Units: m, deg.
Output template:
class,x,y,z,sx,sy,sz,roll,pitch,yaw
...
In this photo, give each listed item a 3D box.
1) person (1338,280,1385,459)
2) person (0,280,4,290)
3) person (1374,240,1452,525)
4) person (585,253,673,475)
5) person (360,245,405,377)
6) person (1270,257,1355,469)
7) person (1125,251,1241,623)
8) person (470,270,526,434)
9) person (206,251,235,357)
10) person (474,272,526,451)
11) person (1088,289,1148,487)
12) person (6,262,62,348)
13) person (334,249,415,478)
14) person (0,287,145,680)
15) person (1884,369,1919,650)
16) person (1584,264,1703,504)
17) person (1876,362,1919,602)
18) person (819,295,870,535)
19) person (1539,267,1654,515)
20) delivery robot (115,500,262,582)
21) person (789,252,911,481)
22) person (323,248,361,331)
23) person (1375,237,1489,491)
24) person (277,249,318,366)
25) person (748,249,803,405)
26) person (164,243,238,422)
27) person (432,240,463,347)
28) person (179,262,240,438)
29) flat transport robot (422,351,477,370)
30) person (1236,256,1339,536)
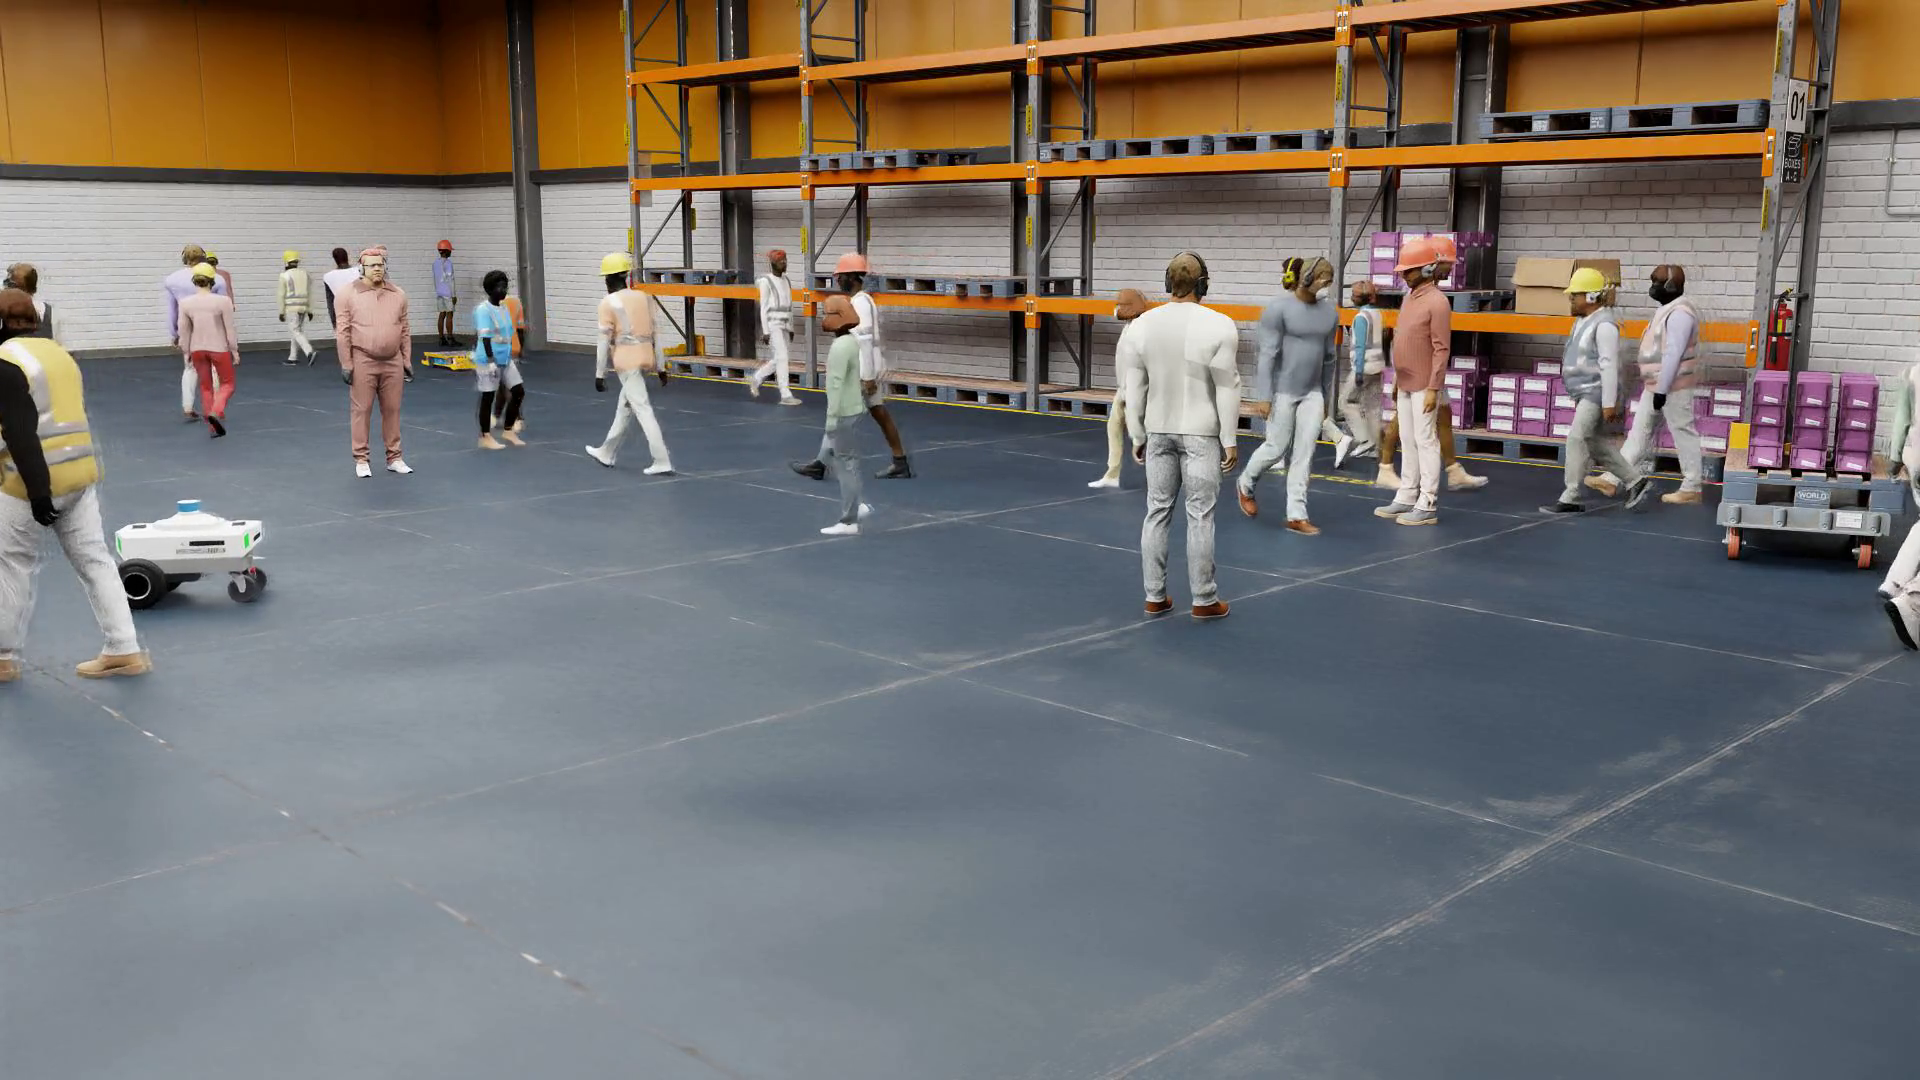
class,x,y,z,sx,sy,sz,roll,pitch,yaw
person,3.652,-1.531,15.045,0.385,1.619,0.565,8,13,36
person,-9.950,-2.028,16.823,0.639,1.957,0.861,-7,12,-33
person,3.199,-1.099,11.688,0.396,1.986,0.608,-2,11,-10
person,-2.845,-1.487,14.139,1.017,1.856,0.607,6,12,29
person,-7.972,-3.146,23.137,0.789,1.876,0.664,-1,10,-4
person,2.967,-1.501,14.300,0.803,1.843,0.512,6,12,28
person,1.170,-0.533,8.729,0.627,1.941,0.371,6,12,29
person,-4.792,-1.935,17.122,0.825,1.658,0.544,6,12,28
person,-12.375,-3.914,27.664,0.557,1.758,0.349,-4,11,-18
person,-4.323,-1.667,15.610,0.502,1.681,0.535,3,11,18
person,1.422,-1.194,13.239,0.717,1.606,0.498,0,10,0
person,-6.677,-1.098,12.093,0.590,1.834,0.518,3,11,14
person,-4.913,-1.490,14.030,0.636,1.911,0.405,-9,14,-41
person,-4.225,-0.244,7.584,0.934,1.785,0.629,1,10,3
person,4.927,-0.382,8.136,0.890,1.866,0.657,-3,11,-16
person,5.220,-1.162,12.537,0.920,1.795,0.655,2,11,10
person,5.317,-0.428,9.064,0.839,1.602,0.527,-5,11,-24
person,-0.822,-0.834,11.208,0.341,1.620,0.520,1,10,5
person,4.662,-1.064,12.010,0.773,1.802,0.609,1,10,6
delivery robot,-4.264,0.022,9.225,0.707,0.478,0.477,-2,11,-11
person,-0.878,-1.417,13.718,1.021,1.875,0.551,0,10,1
person,-8.384,-3.087,22.926,0.664,1.843,0.995,-4,11,-21
person,3.739,-1.354,13.033,0.980,1.996,0.636,7,12,32
person,-10.266,-3.589,25.763,0.812,1.808,0.599,5,12,26
person,-2.243,-2.553,19.966,0.758,1.858,0.584,5,12,26
person,-8.170,-2.218,17.938,0.651,1.935,0.451,0,10,-1
person,-9.349,-4.487,30.291,0.542,1.939,0.362,8,13,38
person,-7.462,-1.876,16.532,0.540,1.754,0.460,-1,10,-3
flat transport robot,-7.651,-2.756,25.401,0.652,0.197,1.431,-8,13,-37
person,2.271,-1.005,11.492,0.664,1.894,0.814,-5,12,-26
